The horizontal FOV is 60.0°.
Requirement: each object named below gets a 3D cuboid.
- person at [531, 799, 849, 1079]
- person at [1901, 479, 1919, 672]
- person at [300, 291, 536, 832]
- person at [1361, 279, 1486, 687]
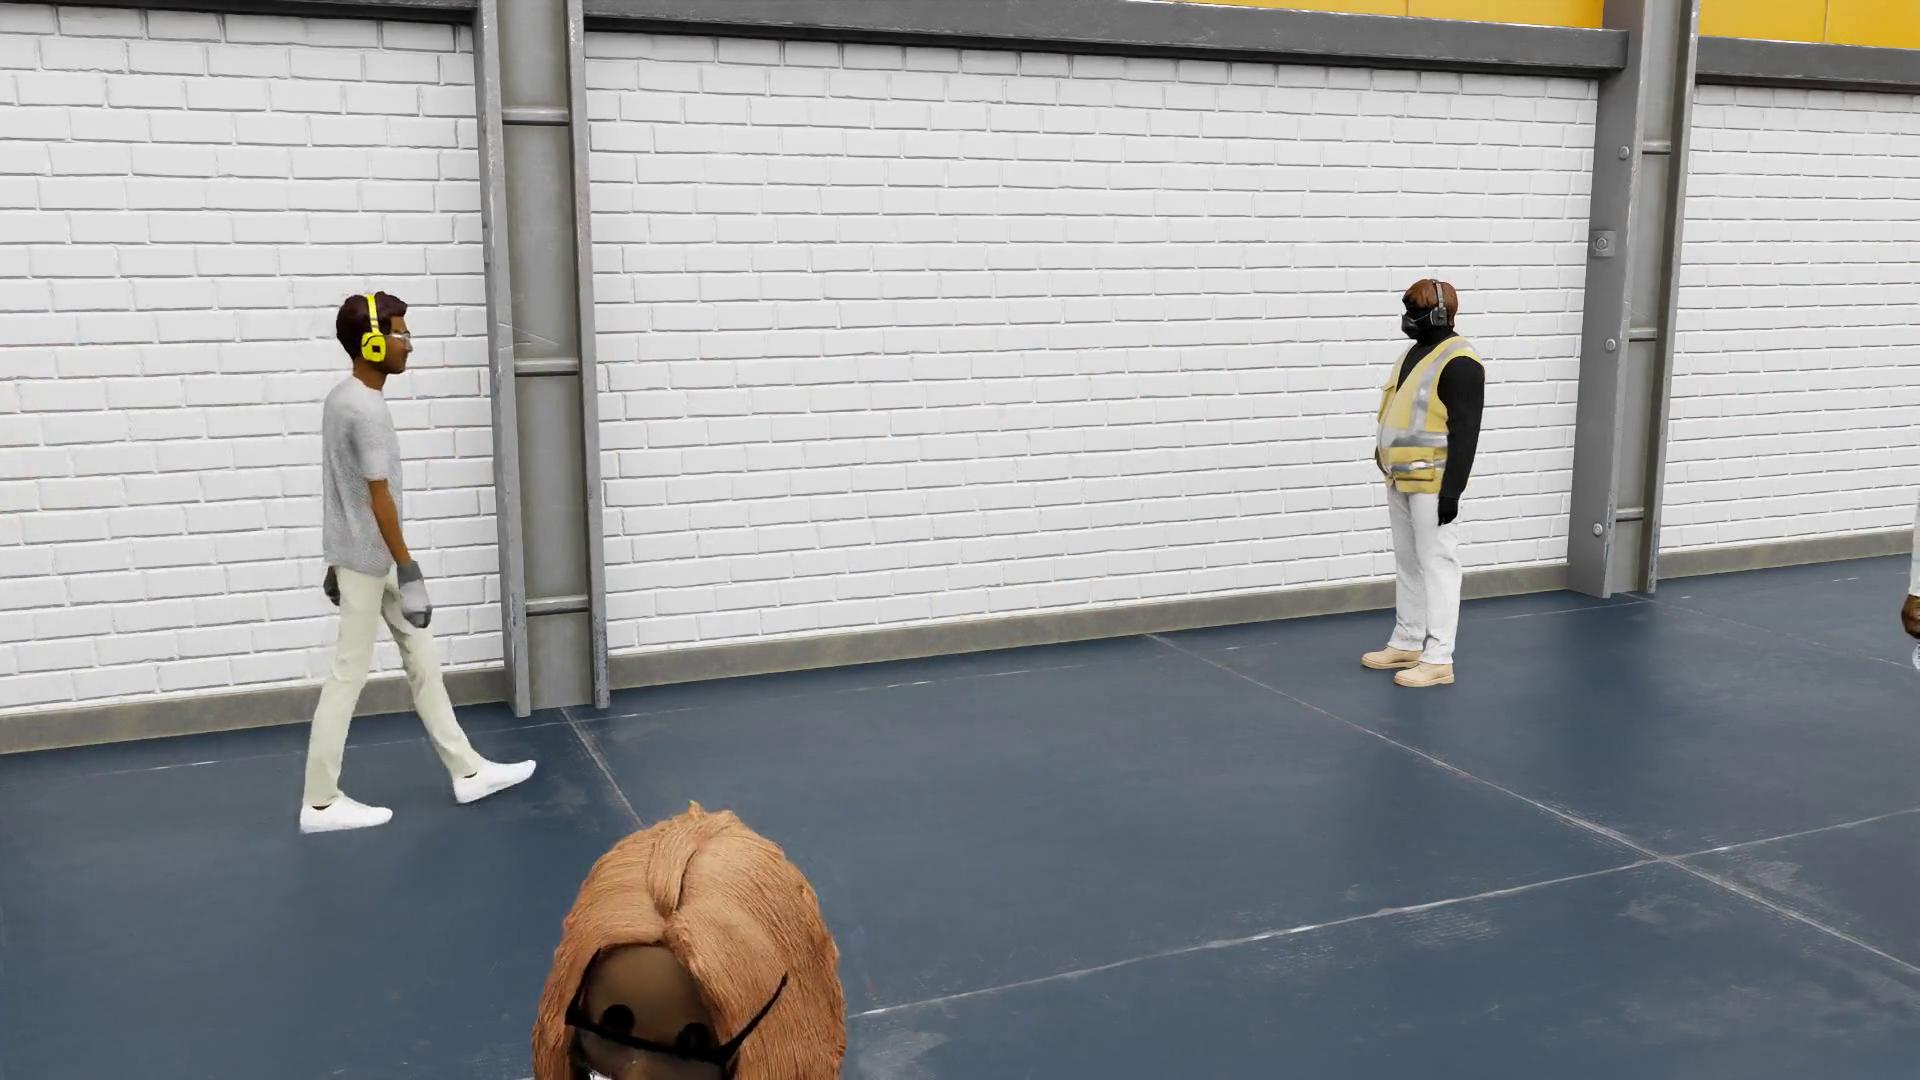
[{"bbox_3d":[-0.173,0.972,1.476,0.529,1.587,0.872,7,12,33],"label":"person"},{"bbox_3d":[3.196,0.115,5.008,0.629,2.023,0.452,3,11,17],"label":"person"},{"bbox_3d":[-1.885,0.084,5.701,0.898,1.826,0.555,-4,11,-22],"label":"person"},{"bbox_3d":[2.109,-0.262,7.596,0.429,1.843,0.633,-2,10,-11],"label":"person"}]
